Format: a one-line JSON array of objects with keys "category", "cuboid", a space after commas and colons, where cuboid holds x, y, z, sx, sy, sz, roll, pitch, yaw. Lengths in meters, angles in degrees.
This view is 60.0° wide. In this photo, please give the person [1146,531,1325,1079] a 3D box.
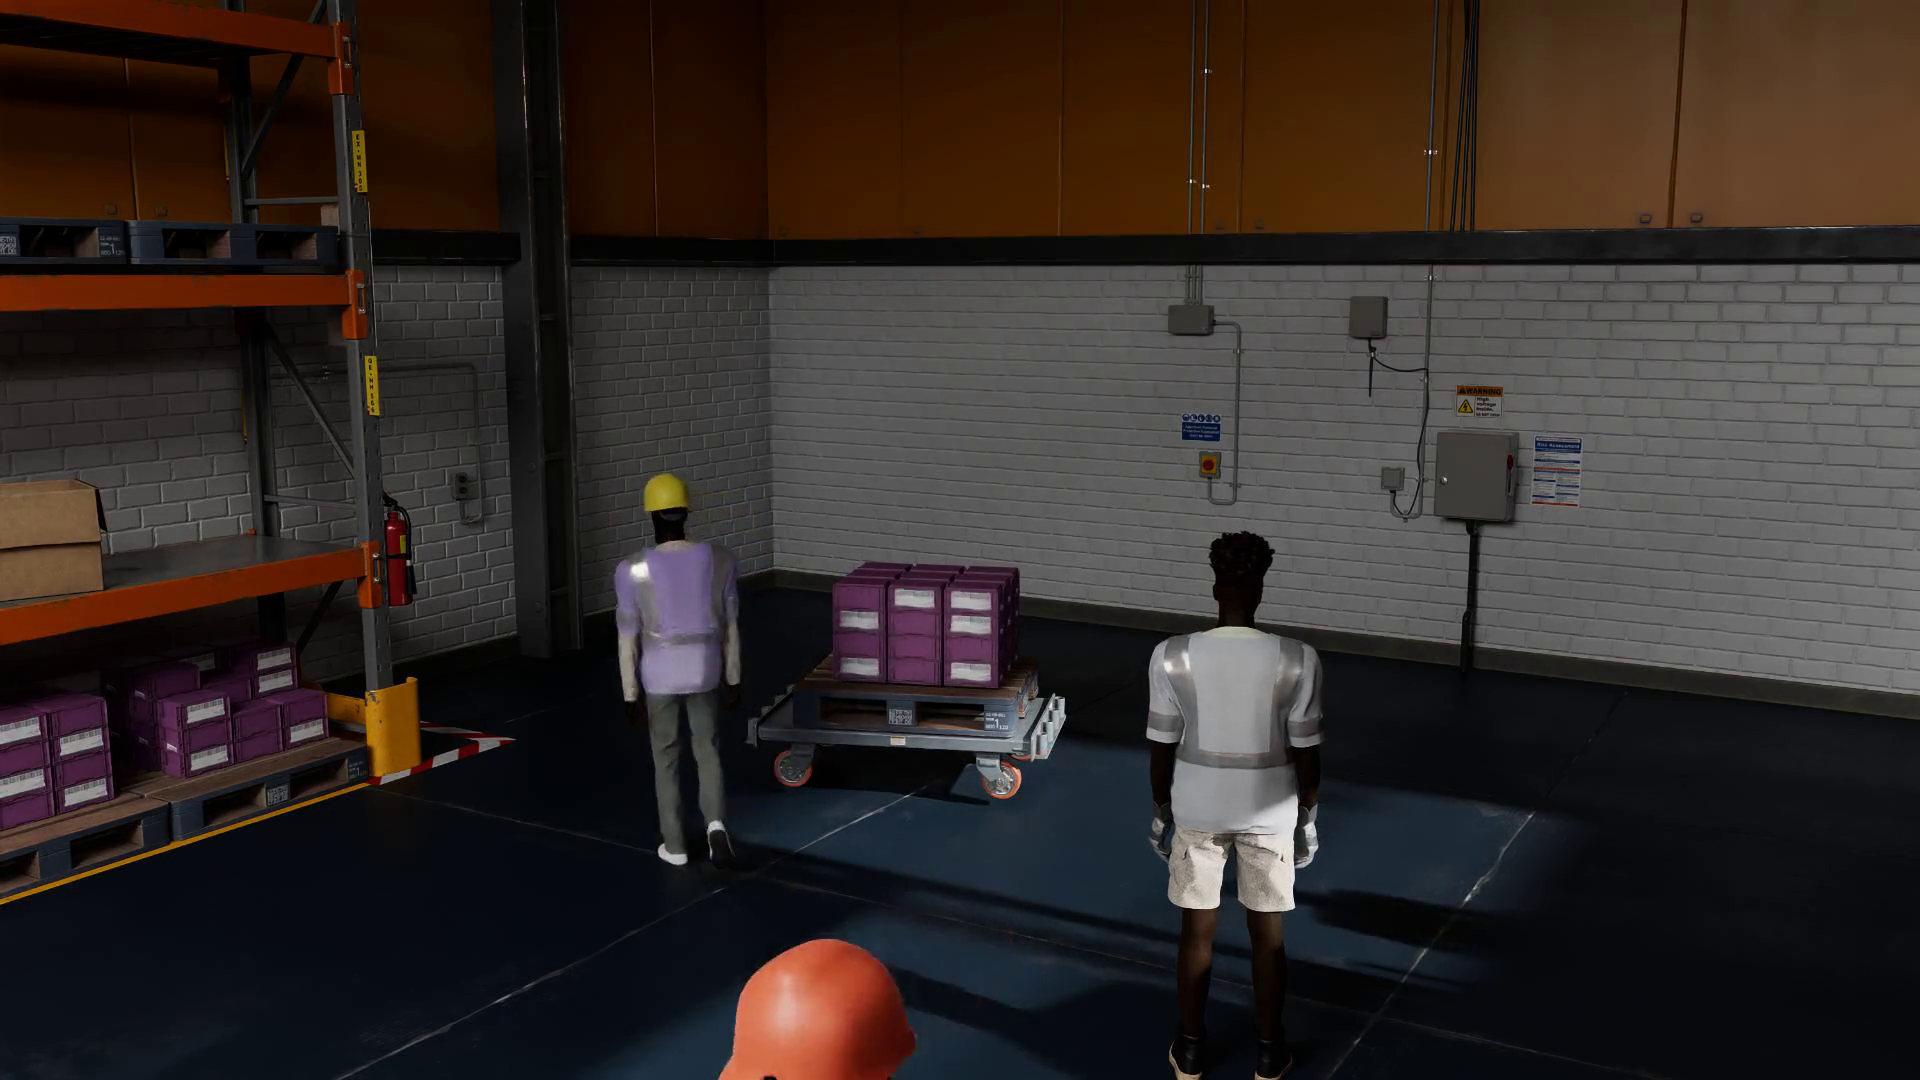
[{"category": "person", "cuboid": [0.951, 0.940, 5.788, 0.606, 1.966, 0.367, 1, 9, 9]}]

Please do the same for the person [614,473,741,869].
[{"category": "person", "cuboid": [-1.308, 0.640, 7.804, 0.595, 1.913, 0.530, -4, 10, -22]}]

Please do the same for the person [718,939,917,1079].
[{"category": "person", "cuboid": [-0.161, 1.494, 2.471, 0.564, 1.917, 0.458, 5, 11, 30]}]
